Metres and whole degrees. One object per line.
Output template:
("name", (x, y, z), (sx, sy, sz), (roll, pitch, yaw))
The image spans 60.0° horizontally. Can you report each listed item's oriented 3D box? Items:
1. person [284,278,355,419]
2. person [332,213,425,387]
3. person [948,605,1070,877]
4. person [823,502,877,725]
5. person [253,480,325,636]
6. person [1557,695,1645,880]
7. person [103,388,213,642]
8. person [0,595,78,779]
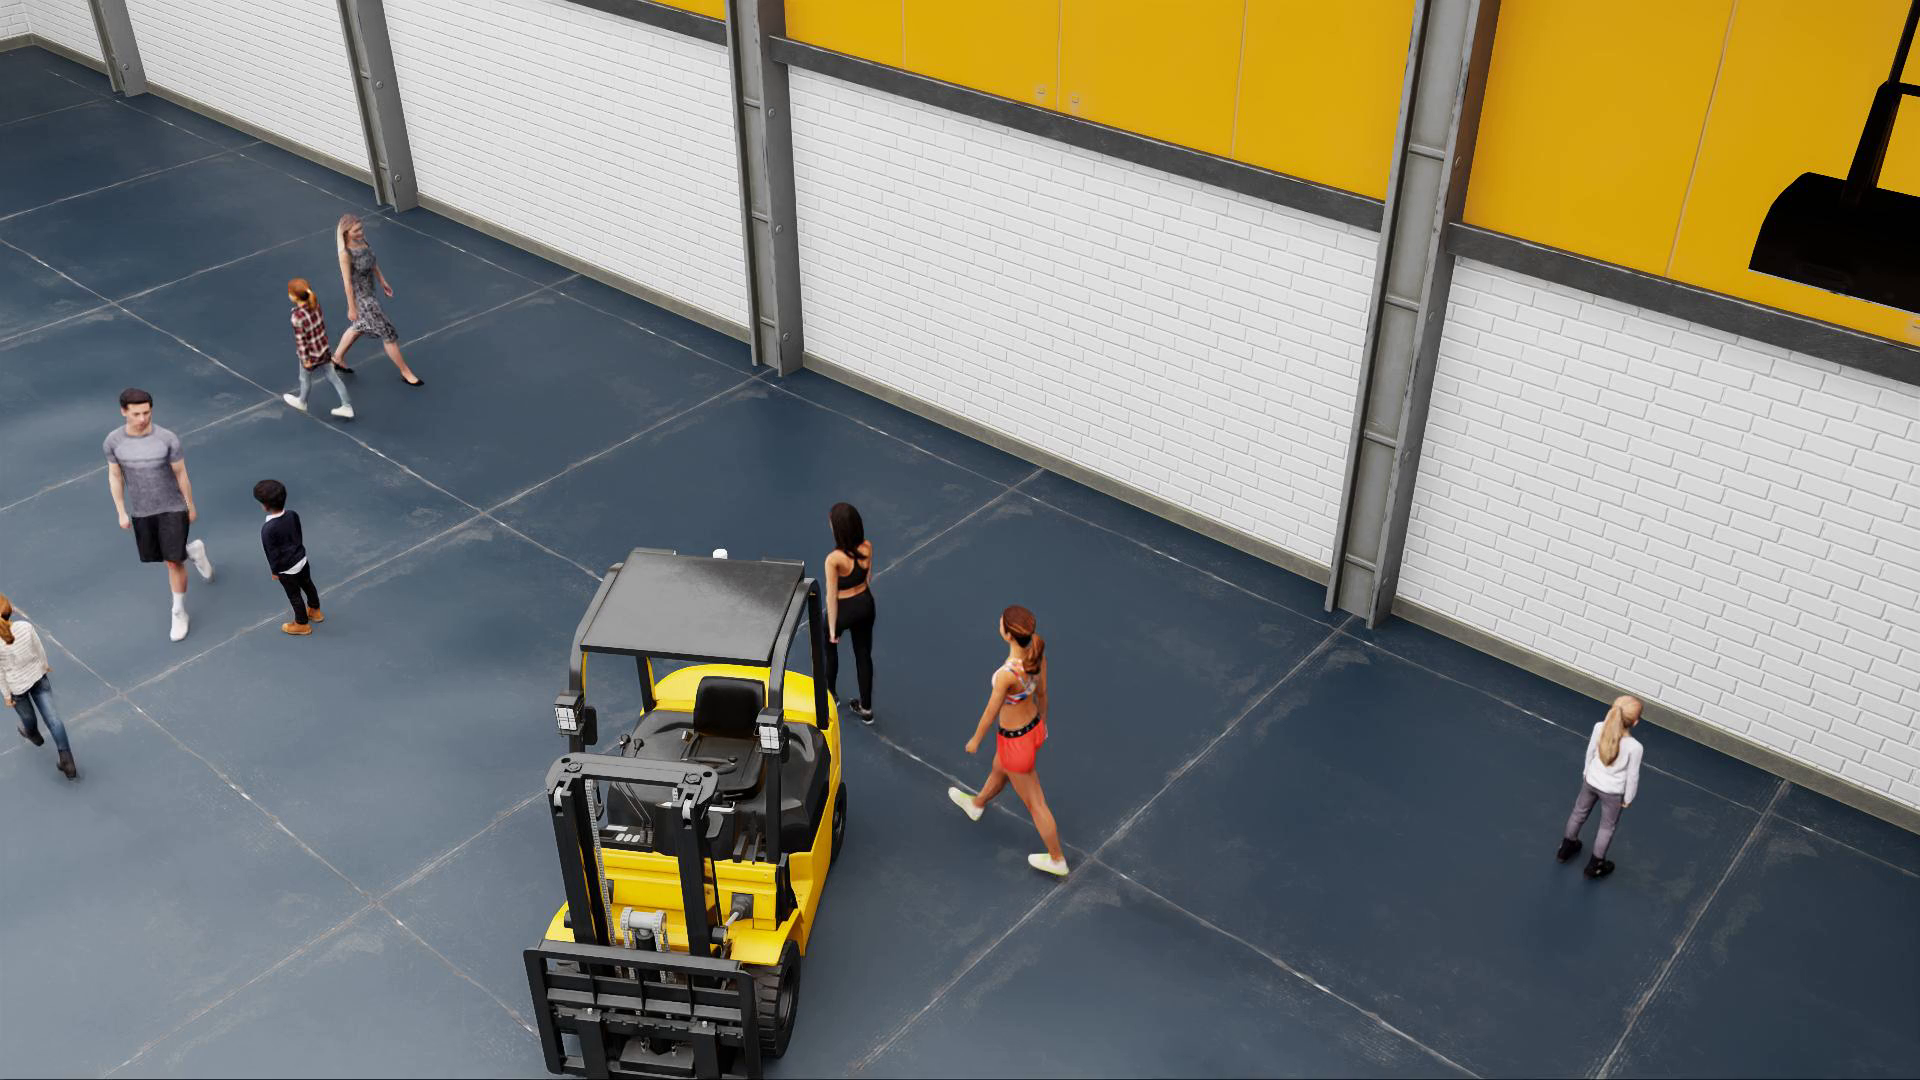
("person", (-5.462, -1.603, 14.210), (0.961, 1.272, 0.729), (12, 35, 17))
("person", (-5.308, -2.088, 14.599), (1.228, 1.649, 1.085), (0, 34, -1))
("person", (0.410, 1.209, 9.555), (1.170, 1.741, 0.665), (21, 39, 28))
("person", (-0.659, 0.509, 10.710), (0.659, 1.628, 0.806), (-22, 40, -30))
("person", (-4.710, 0.110, 11.674), (0.581, 1.226, 0.567), (10, 35, 15))
("person", (3.742, 1.423, 9.653), (0.591, 1.277, 0.491), (-22, 40, -30))
("person", (-5.611, -0.275, 11.693), (1.110, 1.847, 1.183), (-3, 34, -4))
("person", (-5.792, 0.933, 10.385), (0.914, 1.282, 0.488), (26, 41, 33))
